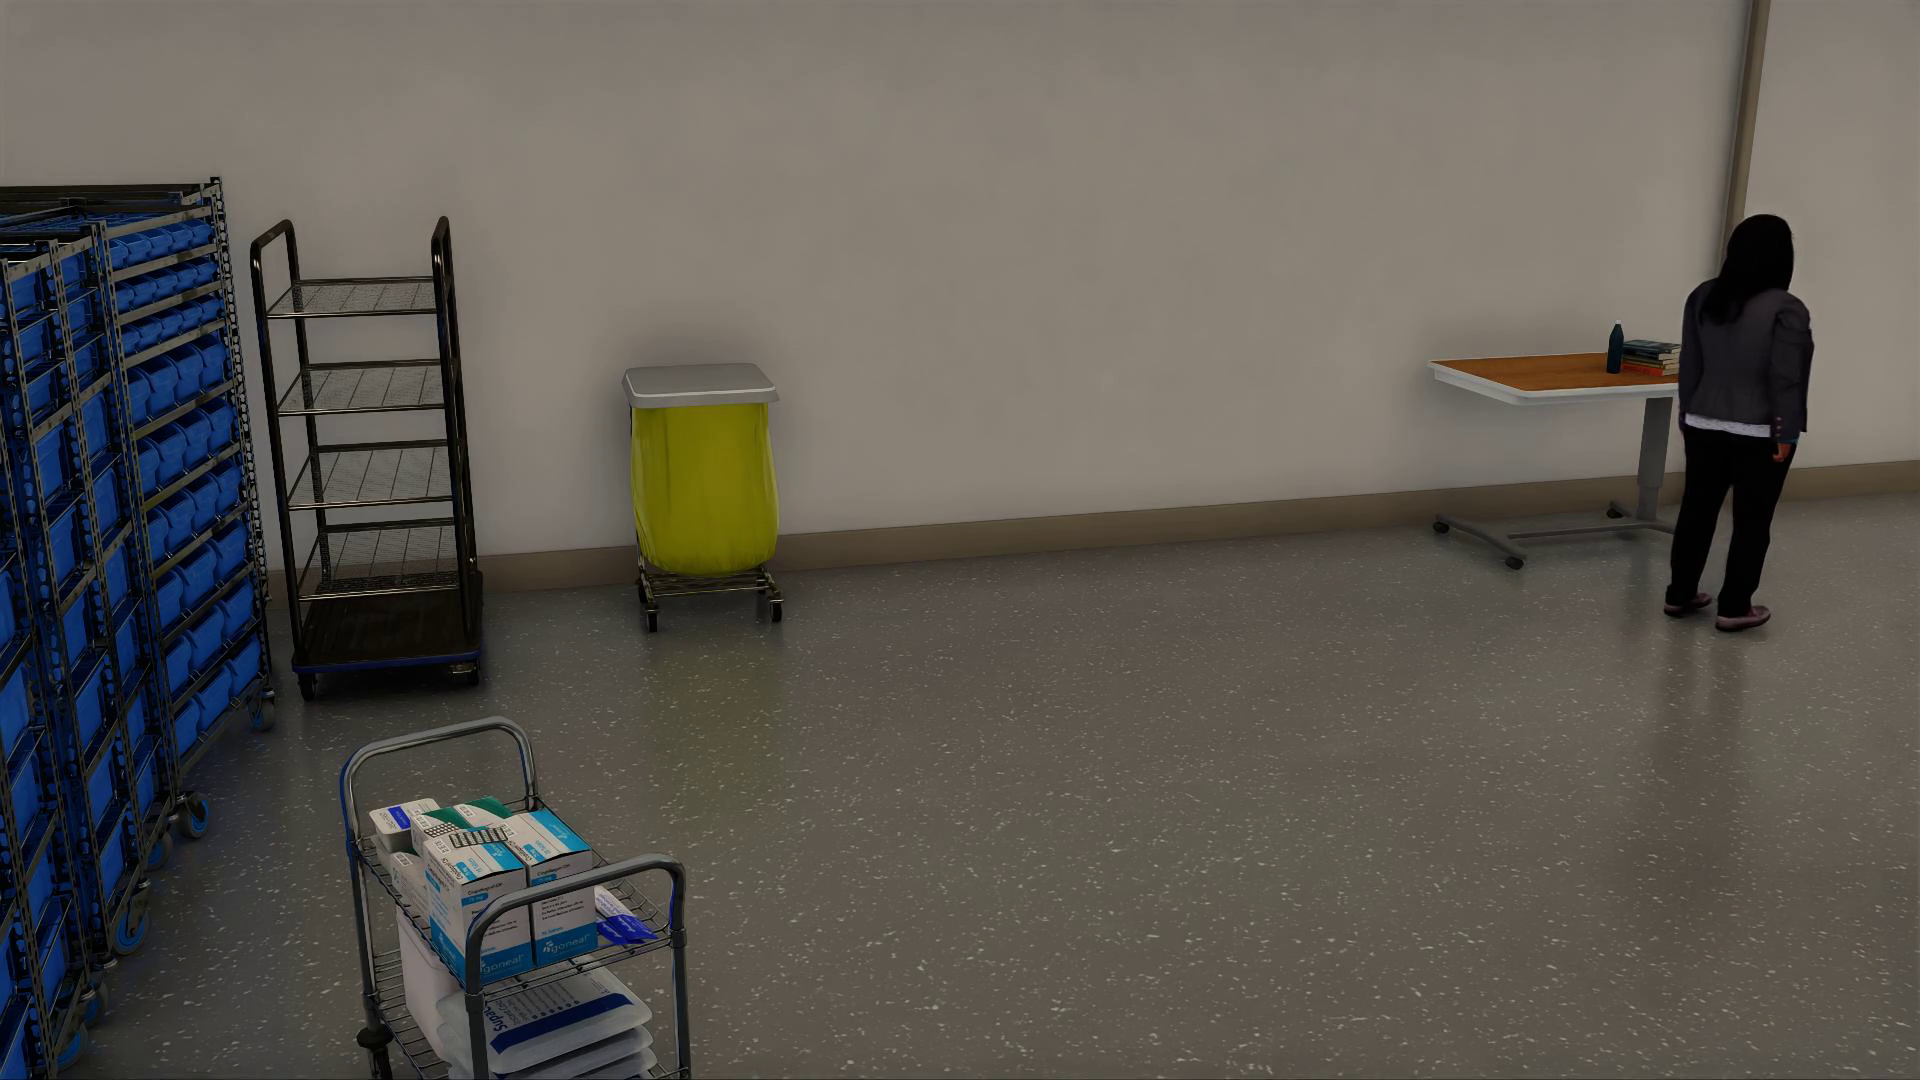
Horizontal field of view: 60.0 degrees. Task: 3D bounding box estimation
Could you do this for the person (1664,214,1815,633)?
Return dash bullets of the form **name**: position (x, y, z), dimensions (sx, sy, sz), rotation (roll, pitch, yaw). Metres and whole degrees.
- **person**: position (2.997, -0.445, 6.412), dimensions (0.742, 1.594, 0.741), rotation (-9, 18, -30)
